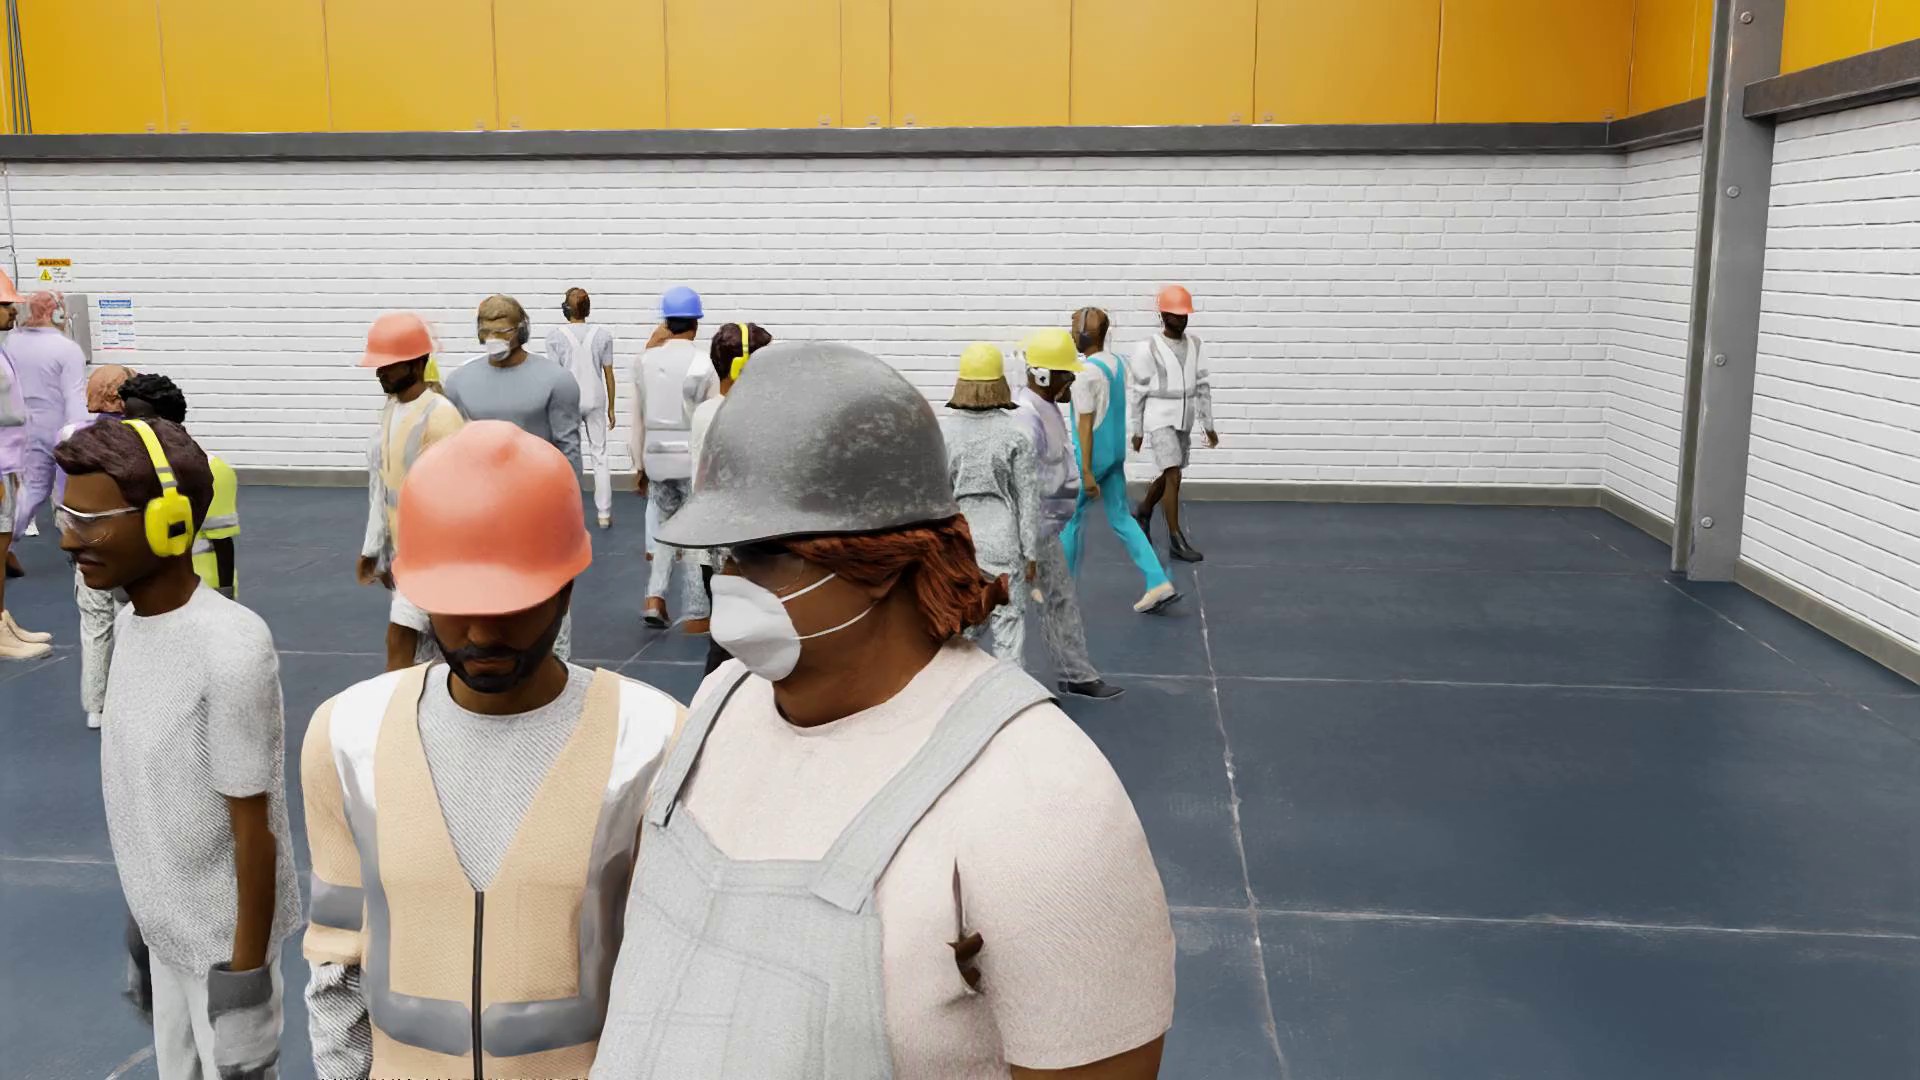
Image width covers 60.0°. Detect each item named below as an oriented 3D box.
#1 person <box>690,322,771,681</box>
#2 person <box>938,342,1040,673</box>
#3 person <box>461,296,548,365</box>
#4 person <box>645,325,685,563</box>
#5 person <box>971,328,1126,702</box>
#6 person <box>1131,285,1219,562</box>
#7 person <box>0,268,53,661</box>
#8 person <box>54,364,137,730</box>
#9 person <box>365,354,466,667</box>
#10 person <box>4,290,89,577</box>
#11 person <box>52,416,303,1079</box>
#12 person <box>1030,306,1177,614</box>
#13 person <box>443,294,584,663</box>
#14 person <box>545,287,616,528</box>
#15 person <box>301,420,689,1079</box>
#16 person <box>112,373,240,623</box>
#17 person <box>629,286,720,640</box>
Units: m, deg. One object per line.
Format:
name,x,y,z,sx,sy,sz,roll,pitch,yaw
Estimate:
person,-0.863,0.095,6.402,0.336,1.858,0.523,-5,11,-26
person,0.098,0.035,7.080,0.493,1.739,0.314,2,10,10
person,-2.417,-0.363,8.935,0.337,1.883,0.584,8,13,38
person,-2.007,-0.654,11.351,0.294,1.623,0.494,0,10,0
person,0.286,-0.110,7.824,0.929,1.781,0.661,1,10,7
person,1.422,-0.836,11.634,0.547,1.901,0.927,-6,12,-31
person,-5.000,-0.396,8.668,0.394,2.044,0.609,-4,11,-23
person,-3.706,0.040,7.361,0.524,1.631,0.319,-1,10,-5
person,-2.193,0.065,6.978,0.489,1.721,0.622,-6,11,-30
person,-5.996,-0.704,10.939,0.658,1.871,0.911,4,11,20
person,-1.305,0.714,2.845,0.506,1.864,0.332,9,14,43
person,0.863,-0.461,9.738,0.911,1.813,0.517,8,13,40
person,-2.022,-0.147,7.579,0.636,1.931,0.377,1,10,4
person,-2.876,-0.993,12.656,0.512,1.846,0.340,-4,11,-21
person,-0.573,0.799,2.168,0.551,1.925,0.393,0,10,1
person,-2.918,0.216,6.208,0.547,1.685,0.322,2,10,11
person,-1.488,-0.404,9.043,0.643,1.934,0.427,5,11,27
